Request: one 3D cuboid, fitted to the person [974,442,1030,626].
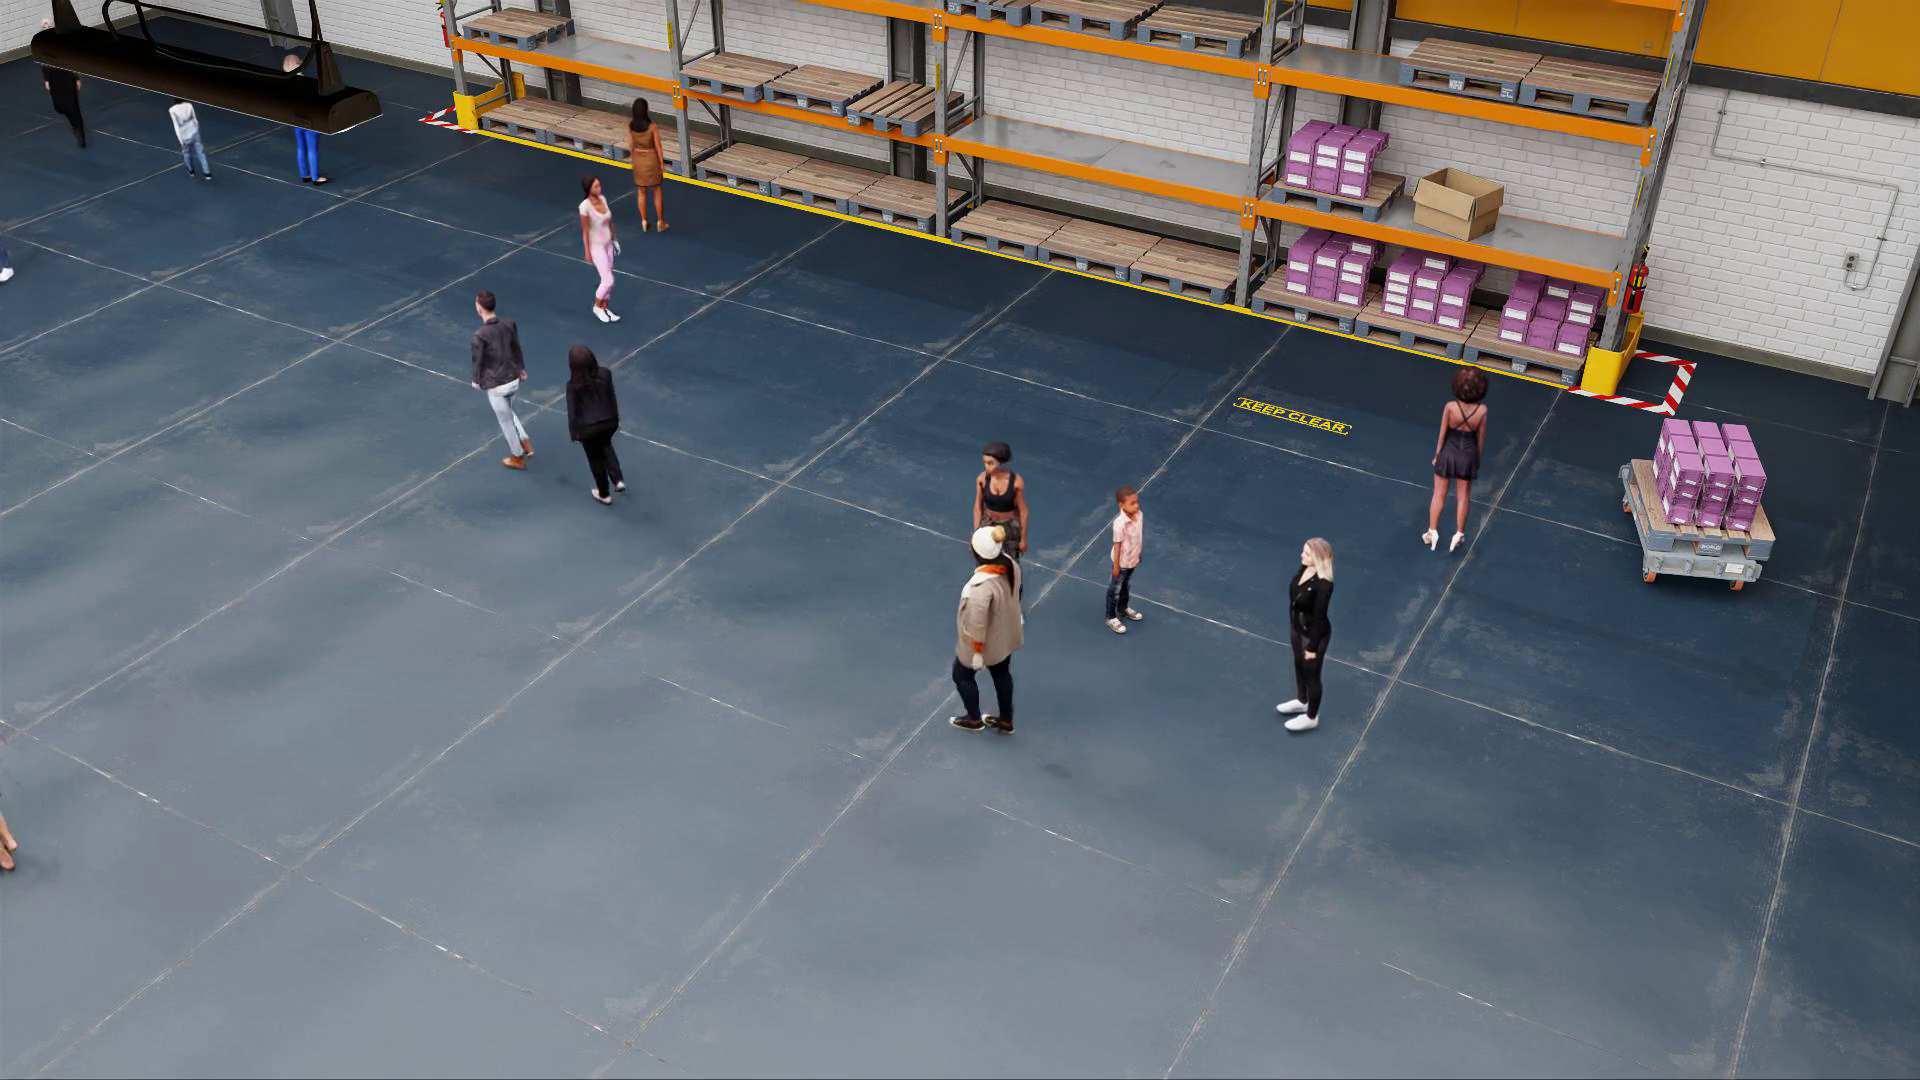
[{"bbox_3d":[0.336,-0.081,13.693,0.582,1.689,0.739,4,34,6],"label":"person"}]

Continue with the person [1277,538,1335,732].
[{"bbox_3d":[2.656,0.696,12.530,0.743,1.682,0.689,-7,34,-11],"label":"person"}]

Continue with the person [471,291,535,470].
[{"bbox_3d":[-4.253,-1.459,15.646,0.605,1.821,0.649,17,37,24],"label":"person"}]

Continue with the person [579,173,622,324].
[{"bbox_3d":[-4.047,-3.240,18.404,0.603,1.733,0.593,15,36,21],"label":"person"}]

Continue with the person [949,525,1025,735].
[{"bbox_3d":[0.295,0.711,12.332,0.712,1.876,0.732,21,39,28],"label":"person"}]

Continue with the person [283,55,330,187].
[{"bbox_3d":[-8.646,-5.519,21.870,0.498,1.694,0.657,18,38,25],"label":"person"}]

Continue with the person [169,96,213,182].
[{"bbox_3d":[-10.180,-5.346,22.018,0.714,1.240,0.961,-23,40,-30],"label":"person"}]

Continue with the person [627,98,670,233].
[{"bbox_3d":[-3.867,-4.628,20.533,0.548,1.689,0.690,6,34,10],"label":"person"}]

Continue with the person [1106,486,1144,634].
[{"bbox_3d":[1.360,0.131,13.718,0.530,1.307,0.537,26,42,33],"label":"person"}]

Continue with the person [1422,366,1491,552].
[{"bbox_3d":[4.345,-0.701,14.535,0.588,1.788,0.702,5,34,7],"label":"person"}]

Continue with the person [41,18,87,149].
[{"bbox_3d":[-12.433,-6.360,23.066,0.856,1.770,0.918,-9,35,-13],"label":"person"}]

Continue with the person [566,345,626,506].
[{"bbox_3d":[-3.270,-1.018,15.182,0.743,1.600,0.766,-28,43,-36],"label":"person"}]
